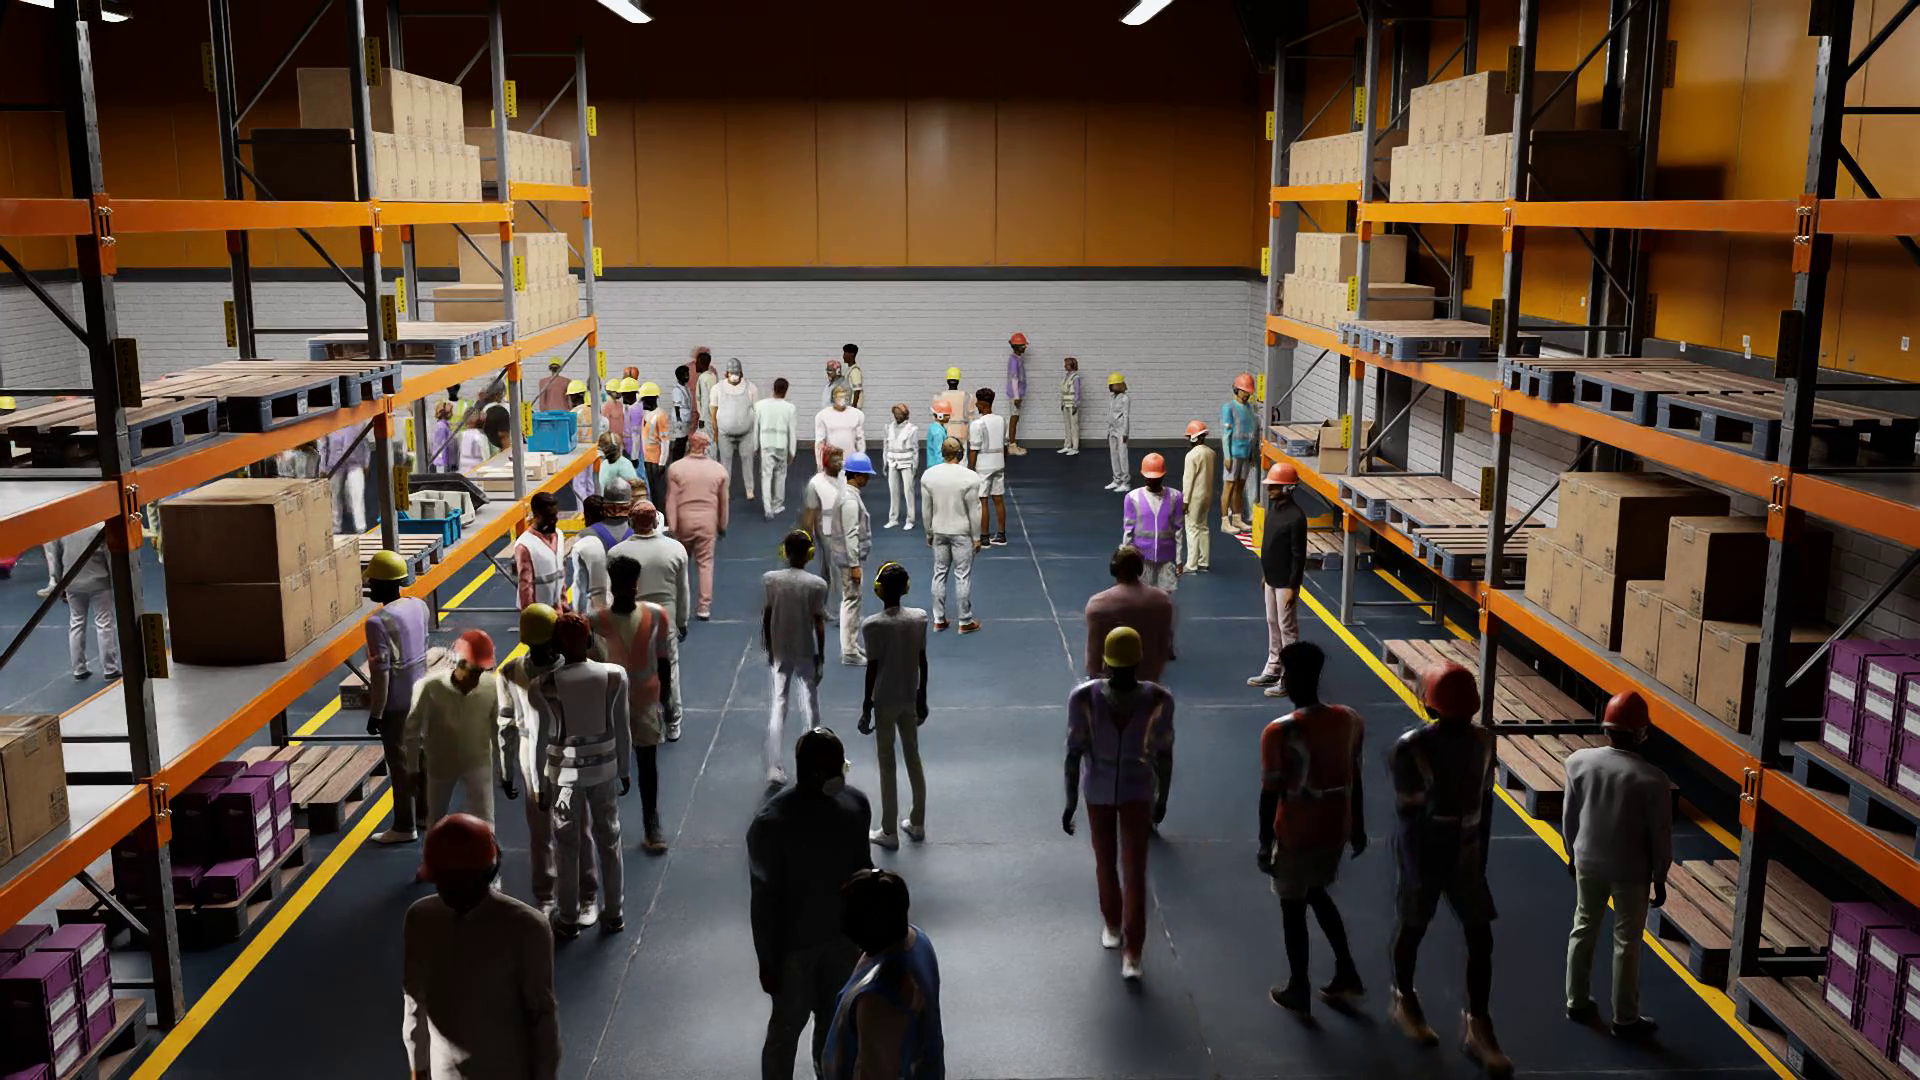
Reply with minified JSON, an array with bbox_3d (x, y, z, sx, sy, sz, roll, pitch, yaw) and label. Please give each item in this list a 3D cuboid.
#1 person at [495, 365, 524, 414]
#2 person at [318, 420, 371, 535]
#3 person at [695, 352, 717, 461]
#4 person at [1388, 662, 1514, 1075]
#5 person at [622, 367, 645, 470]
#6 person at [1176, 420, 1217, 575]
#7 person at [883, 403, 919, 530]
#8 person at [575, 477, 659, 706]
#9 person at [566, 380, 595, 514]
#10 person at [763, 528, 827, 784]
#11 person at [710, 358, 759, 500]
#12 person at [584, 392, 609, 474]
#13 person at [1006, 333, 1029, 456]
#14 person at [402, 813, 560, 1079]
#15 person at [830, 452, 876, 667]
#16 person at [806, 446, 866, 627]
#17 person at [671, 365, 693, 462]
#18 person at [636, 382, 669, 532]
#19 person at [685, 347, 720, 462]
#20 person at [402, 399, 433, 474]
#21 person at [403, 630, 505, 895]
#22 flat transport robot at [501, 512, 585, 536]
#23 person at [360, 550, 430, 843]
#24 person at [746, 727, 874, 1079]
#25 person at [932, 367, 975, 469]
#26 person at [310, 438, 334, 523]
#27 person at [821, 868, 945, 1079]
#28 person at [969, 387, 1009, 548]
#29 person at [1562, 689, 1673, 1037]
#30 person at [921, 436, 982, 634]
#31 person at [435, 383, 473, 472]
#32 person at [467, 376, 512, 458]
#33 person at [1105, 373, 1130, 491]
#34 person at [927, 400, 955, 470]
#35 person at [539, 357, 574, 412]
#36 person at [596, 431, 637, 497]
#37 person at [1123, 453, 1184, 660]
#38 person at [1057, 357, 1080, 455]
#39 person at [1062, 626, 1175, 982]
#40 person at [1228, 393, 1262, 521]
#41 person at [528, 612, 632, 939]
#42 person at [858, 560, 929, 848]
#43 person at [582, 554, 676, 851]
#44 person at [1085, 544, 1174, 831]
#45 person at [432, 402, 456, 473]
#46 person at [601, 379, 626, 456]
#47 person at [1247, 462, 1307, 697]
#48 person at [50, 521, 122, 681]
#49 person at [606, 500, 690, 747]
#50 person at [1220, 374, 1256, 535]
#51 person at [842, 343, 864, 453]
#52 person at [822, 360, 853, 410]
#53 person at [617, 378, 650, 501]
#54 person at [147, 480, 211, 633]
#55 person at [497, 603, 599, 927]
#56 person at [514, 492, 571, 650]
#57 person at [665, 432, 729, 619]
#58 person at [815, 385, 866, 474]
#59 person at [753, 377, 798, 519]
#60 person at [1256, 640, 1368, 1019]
[{"bbox_3d":[-7.226,-2.125,26.717,0.353,1.877,0.573,6,13,28],"label":"person"},{"bbox_3d":[-7.692,-0.932,20.784,0.625,1.876,1.114,-6,13,-26],"label":"person"},{"bbox_3d":[-3.894,-1.927,25.594,0.384,1.921,0.596,1,11,3],"label":"person"},{"bbox_3d":[2.348,1.555,7.936,0.622,1.993,0.872,-4,12,-18],"label":"person"},{"bbox_3d":[-4.641,-1.523,23.671,0.356,1.883,0.572,-1,11,-7],"label":"person"},{"bbox_3d":[2.664,-0.484,18.821,0.354,1.740,0.575,8,14,37],"label":"person"},{"bbox_3d":[-0.756,-0.949,21.398,0.515,1.640,0.311,7,13,30],"label":"person"},{"bbox_3d":[-2.673,0.502,13.114,0.688,2.000,0.539,-3,12,-13],"label":"person"},{"bbox_3d":[-4.898,-1.110,21.530,0.399,1.912,0.591,3,12,15],"label":"person"},{"bbox_3d":[-1.215,0.828,12.038,0.520,1.831,0.949,2,11,8],"label":"person"},{"bbox_3d":[-3.179,-1.579,23.550,0.681,2.000,0.535,-2,11,-8],"label":"person"},{"bbox_3d":[-4.796,-1.055,21.668,0.494,1.743,0.309,-3,12,-13],"label":"person"},{"bbox_3d":[0.965,-2.442,27.870,0.377,2.045,0.605,1,11,3],"label":"person"},{"bbox_3d":[-1.759,1.935,6.077,0.618,1.986,0.408,3,12,15],"label":"person"},{"bbox_3d":[-0.962,0.170,15.046,0.422,1.933,0.616,-1,11,-5],"label":"person"},{"bbox_3d":[-1.174,-0.026,16.366,0.924,1.798,0.574,8,14,35],"label":"person"},{"bbox_3d":[-4.328,-1.877,25.927,0.318,1.690,0.531,2,11,10],"label":"person"},{"bbox_3d":[-3.899,-1.047,21.168,0.379,1.925,0.594,-7,13,-31],"label":"person"},{"bbox_3d":[-4.218,-2.189,27.062,0.713,1.882,0.405,2,12,11],"label":"person"},{"bbox_3d":[-7.244,-1.129,22.441,0.494,1.583,0.848,8,14,34],"label":"person"},{"bbox_3d":[-2.992,1.324,9.929,0.618,1.679,0.826,-4,12,-19],"label":"person"},{"bbox_3d":[-5.324,-0.217,21.172,1.431,0.197,0.652,0,11,-1],"label":"flat transport robot"},{"bbox_3d":[-3.664,1.013,10.830,0.357,1.930,0.591,3,12,13],"label":"person"},{"bbox_3d":[-0.633,1.735,7.220,0.627,1.932,0.370,-10,15,-40],"label":"person"},{"bbox_3d":[-0.092,-1.439,23.129,0.588,1.928,0.383,-1,11,-4],"label":"person"},{"bbox_3d":[-8.326,-1.012,21.592,0.321,1.693,0.533,-1,11,-5],"label":"person"},{"bbox_3d":[-0.272,2.044,5.922,0.431,1.836,0.619,1,11,7],"label":"person"},{"bbox_3d":[0.338,-0.880,20.273,0.611,1.958,0.368,-10,15,-42],"label":"person"},{"bbox_3d":[3.283,1.602,8.312,0.321,1.755,0.563,-10,15,-40],"label":"person"},{"bbox_3d":[-0.071,-0.050,16.140,0.628,1.940,0.373,5,12,24],"label":"person"},{"bbox_3d":[-7.409,-1.567,24.457,0.545,1.662,0.741,-3,12,-13],"label":"person"},{"bbox_3d":[-5.962,-1.100,21.146,0.699,2.000,0.679,8,14,36],"label":"person"},{"bbox_3d":[2.298,-1.582,24.353,0.321,1.732,0.490,-6,13,-27],"label":"person"},{"bbox_3d":[-0.241,-0.891,20.863,0.353,1.738,0.572,-1,11,-4],"label":"person"},{"bbox_3d":[-6.450,-2.045,26.610,0.539,1.758,0.339,-4,12,-21],"label":"person"},{"bbox_3d":[-3.412,-0.140,16.651,0.395,1.926,0.642,-8,14,-36],"label":"person"},{"bbox_3d":[1.764,0.152,15.174,0.549,1.924,0.387,0,11,0],"label":"person"},{"bbox_3d":[1.854,-2.248,27.920,0.309,1.638,0.519,-5,12,-23],"label":"person"},{"bbox_3d":[0.853,1.405,8.971,0.594,1.885,0.925,2,11,8],"label":"person"},{"bbox_3d":[3.762,-1.123,22.092,0.492,1.705,0.820,-3,12,-12],"label":"person"},{"bbox_3d":[-2.135,1.327,9.391,0.575,1.880,0.358,-5,12,-25],"label":"person"},{"bbox_3d":[-0.432,1.057,10.761,0.518,1.870,0.323,-8,14,-35],"label":"person"},{"bbox_3d":[-2.154,1.021,10.780,0.644,1.939,0.766,-4,12,-21],"label":"person"},{"bbox_3d":[1.127,0.952,11.259,0.643,1.880,1.038,-2,12,-12],"label":"person"},{"bbox_3d":[-6.681,-0.980,21.582,0.319,1.631,0.519,-3,12,-15],"label":"person"},{"bbox_3d":[-4.825,-1.379,23.265,0.340,1.760,0.526,4,12,18],"label":"person"},{"bbox_3d":[2.714,0.330,14.090,0.379,1.996,0.611,-3,12,-13],"label":"person"},{"bbox_3d":[-7.602,0.370,14.523,0.569,1.743,0.349,0,11,-2],"label":"person"},{"bbox_3d":[-2.401,0.636,12.778,0.651,1.907,0.409,-5,12,-25],"label":"person"},{"bbox_3d":[3.564,-1.096,21.145,0.392,2.035,0.605,11,16,44],"label":"person"},{"bbox_3d":[-1.733,-2.181,26.755,0.367,1.966,0.603,-2,11,-10],"label":"person"},{"bbox_3d":[-1.839,-1.710,24.576,0.400,1.900,0.642,-7,13,-30],"label":"person"},{"bbox_3d":[-4.280,-1.179,21.866,0.393,1.918,0.591,-2,11,-10],"label":"person"},{"bbox_3d":[-7.580,-0.113,16.223,0.605,2.033,0.399,-6,13,-28],"label":"person"},{"bbox_3d":[-2.337,1.284,9.522,0.592,1.913,0.399,-1,11,-4],"label":"person"},{"bbox_3d":[-3.314,0.552,13.211,0.386,1.906,0.601,3,12,16],"label":"person"},{"bbox_3d":[-2.658,-0.151,16.820,0.663,1.867,0.755,-3,12,-16],"label":"person"},{"bbox_3d":[-1.478,-0.969,20.775,0.664,1.934,0.389,-3,12,-13],"label":"person"},{"bbox_3d":[-2.483,-1.233,22.248,0.633,1.870,0.851,1,11,3],"label":"person"},{"bbox_3d":[1.808,1.477,8.505,0.644,1.933,0.545,-6,13,-27],"label":"person"}]
